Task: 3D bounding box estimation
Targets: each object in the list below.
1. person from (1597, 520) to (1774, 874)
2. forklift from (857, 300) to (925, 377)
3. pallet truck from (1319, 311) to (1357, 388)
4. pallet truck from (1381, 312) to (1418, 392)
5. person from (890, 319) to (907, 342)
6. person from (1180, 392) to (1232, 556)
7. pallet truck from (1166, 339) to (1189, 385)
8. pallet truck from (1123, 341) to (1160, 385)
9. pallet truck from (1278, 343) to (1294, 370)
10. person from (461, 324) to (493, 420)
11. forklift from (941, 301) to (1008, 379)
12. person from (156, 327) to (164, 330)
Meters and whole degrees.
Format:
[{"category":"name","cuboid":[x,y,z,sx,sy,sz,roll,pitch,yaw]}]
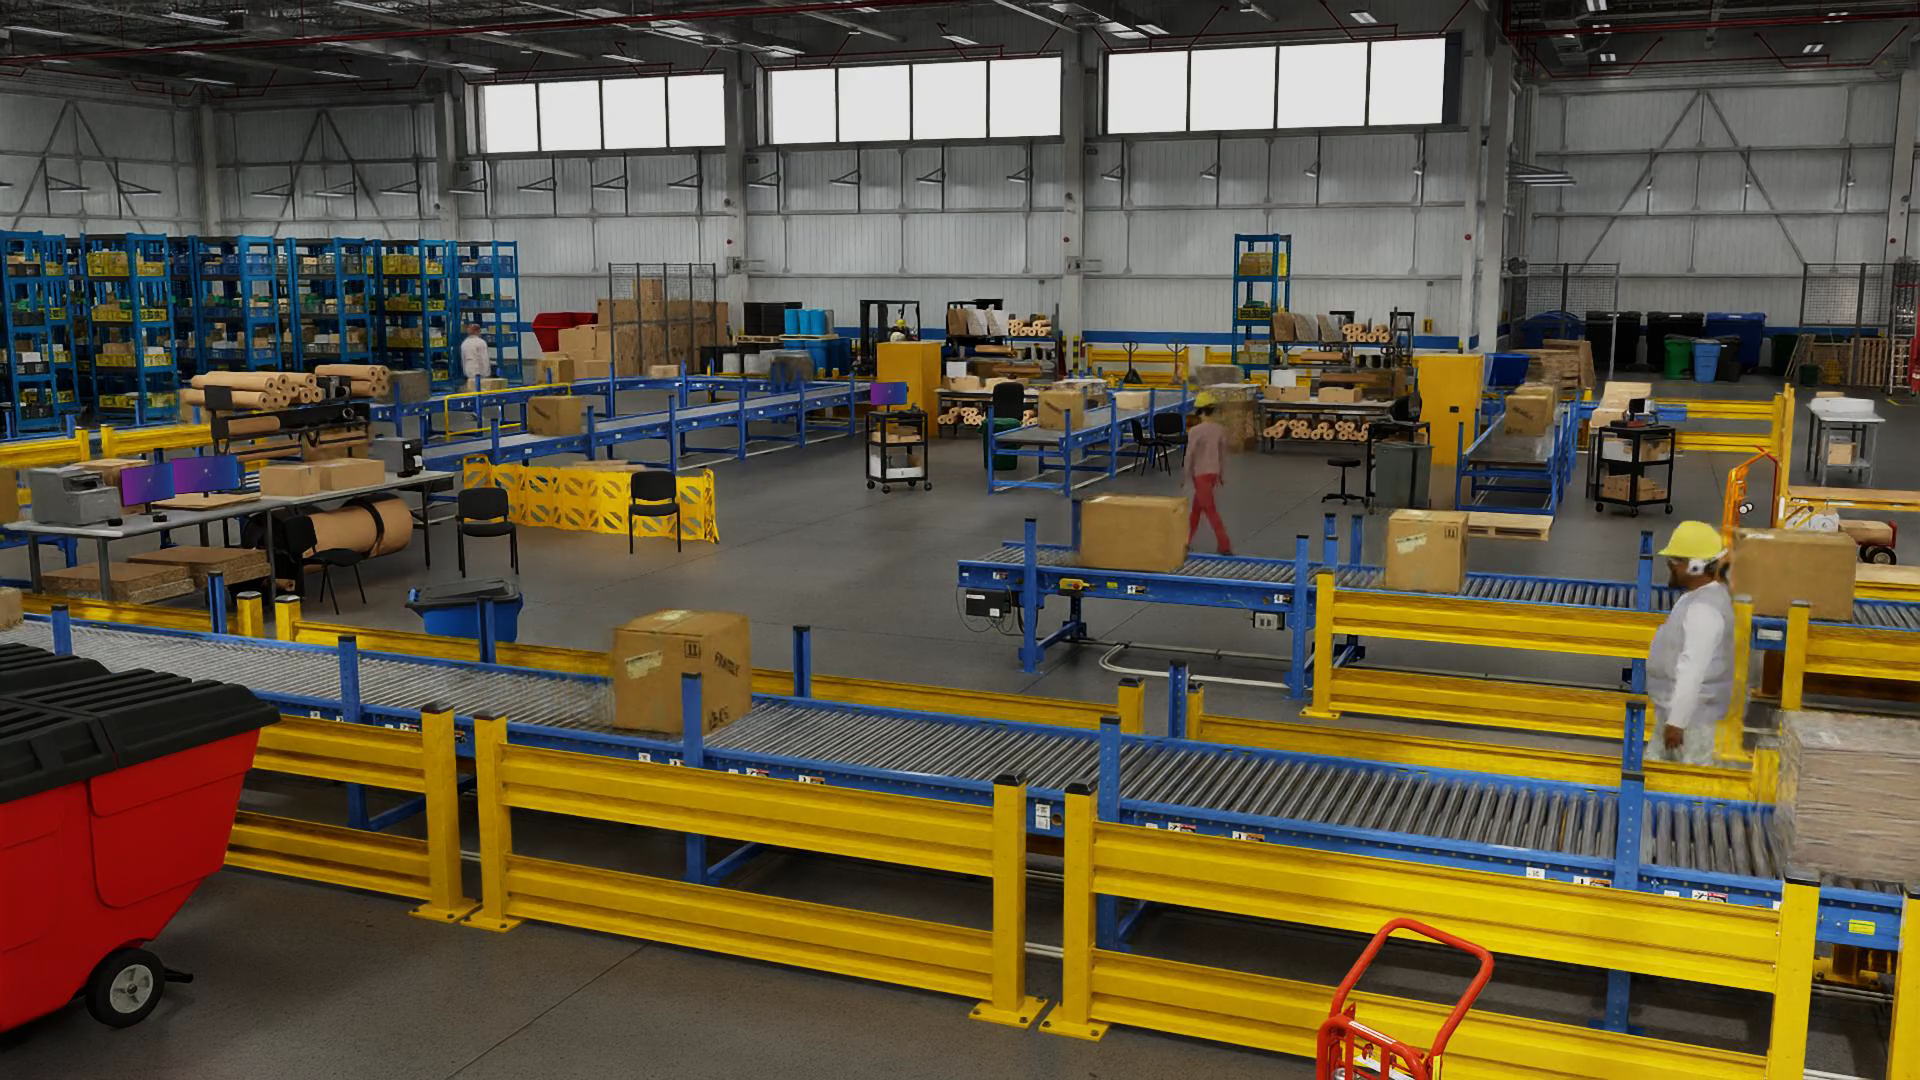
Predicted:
[{"category":"person","cuboid":[3.638,0.805,8.119,0.805,1.808,0.587,3,10,20]},{"category":"forklift","cuboid":[-1.732,-5.109,42.468,1.157,1.987,2.680,4,10,22]},{"category":"pallet truck","cuboid":[9.071,-4.419,39.190,0.823,1.965,1.885,5,10,26]},{"category":"pallet truck","cuboid":[10.207,-4.283,38.369,0.823,1.965,1.885,3,10,20]},{"category":"person","cuboid":[-1.357,-4.072,37.601,0.404,1.828,0.592,-5,11,-28]},{"category":"person","cuboid":[2.551,-0.680,17.378,0.535,1.720,0.893,-9,13,-43]},{"category":"pallet truck","cuboid":[5.418,-4.269,40.420,0.704,1.261,1.522,3,10,20]},{"category":"pallet truck","cuboid":[4.445,-4.380,41.279,0.680,1.201,1.601,4,10,22]},{"category":"pallet truck","cuboid":[7.886,-4.163,39.743,0.653,1.274,1.630,4,10,22]},{"category":"person","cuboid":[-9.505,-3.277,32.622,0.671,1.886,0.492,6,11,32]},{"category":"forklift","cuboid":[0.365,-4.966,41.571,1.157,1.987,2.680,3,10,20]},{"category":"person","cuboid":[-17.943,-4.035,37.382,0.569,1.831,0.411,-6,11,-34]}]
